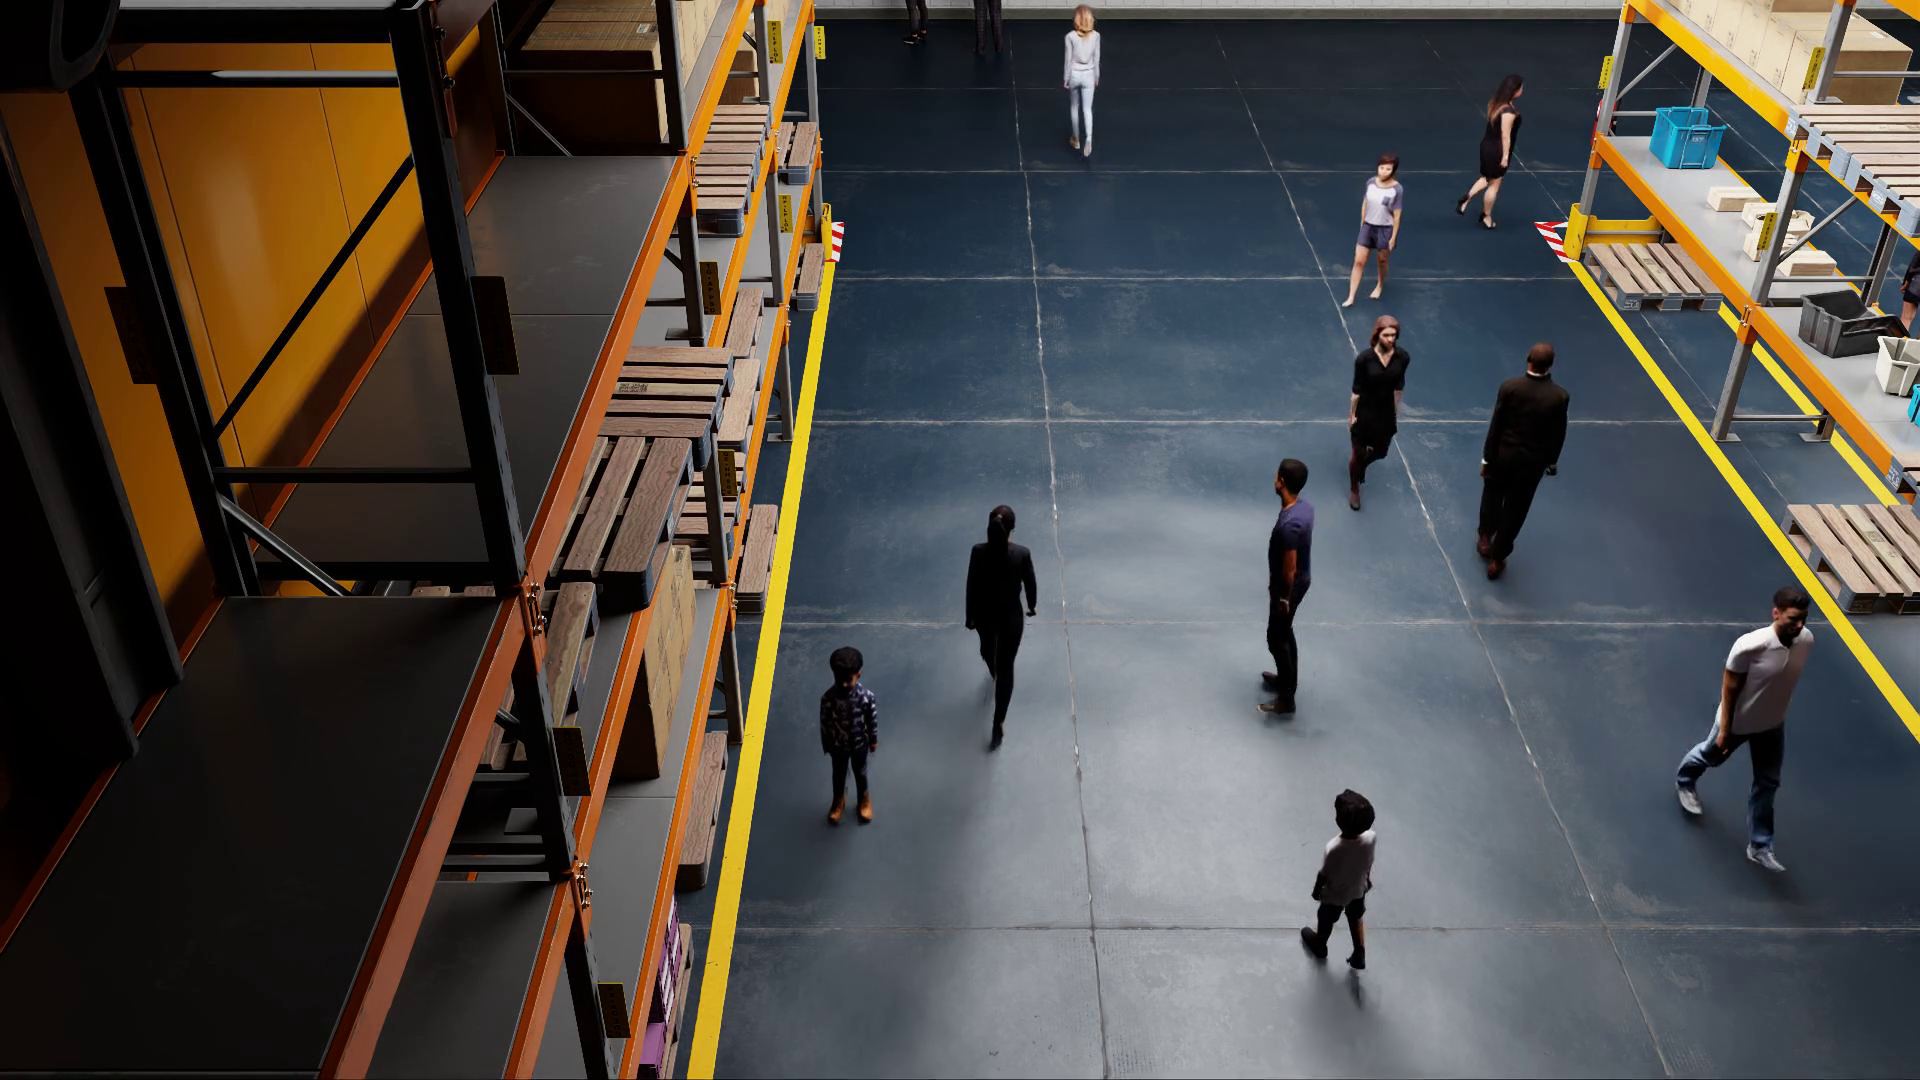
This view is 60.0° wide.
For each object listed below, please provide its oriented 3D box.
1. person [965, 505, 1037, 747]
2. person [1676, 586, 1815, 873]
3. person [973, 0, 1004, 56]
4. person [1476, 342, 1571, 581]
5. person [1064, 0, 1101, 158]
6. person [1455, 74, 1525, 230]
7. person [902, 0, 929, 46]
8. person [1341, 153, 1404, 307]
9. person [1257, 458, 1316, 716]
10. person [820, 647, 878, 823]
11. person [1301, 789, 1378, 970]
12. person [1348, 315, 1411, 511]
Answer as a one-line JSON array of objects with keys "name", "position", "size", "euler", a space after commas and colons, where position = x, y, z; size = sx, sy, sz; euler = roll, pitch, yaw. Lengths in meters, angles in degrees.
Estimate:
[{"name": "person", "position": [0.251, 0.579, 10.758], "size": [0.708, 1.665, 1.075], "euler": [4, 34, 7]}, {"name": "person", "position": [4.687, 1.017, 9.967], "size": [0.778, 1.813, 1.200], "euler": [-4, 34, -6]}, {"name": "person", "position": [0.380, -7.680, 22.999], "size": [0.699, 1.871, 0.603], "euler": [-5, 34, -8]}, {"name": "person", "position": [4.102, -0.535, 12.236], "size": [0.842, 1.886, 0.906], "euler": [15, 36, 21]}, {"name": "person", "position": [1.451, -5.390, 19.643], "size": [0.729, 1.771, 1.110], "euler": [-6, 34, -9]}, {"name": "person", "position": [5.666, -4.141, 17.822], "size": [0.759, 1.708, 0.747], "euler": [-3, 34, -5]}, {"name": "person", "position": [-0.640, -7.896, 23.461], "size": [0.749, 1.719, 0.684], "euler": [27, 42, 35]}, {"name": "person", "position": [4.151, -3.079, 16.380], "size": [0.855, 1.534, 0.974], "euler": [21, 39, 29]}, {"name": "person", "position": [2.218, 0.333, 11.060], "size": [0.933, 1.741, 0.641], "euler": [1, 34, 2]}, {"name": "person", "position": [-0.680, 1.195, 10.208], "size": [0.498, 1.250, 0.486], "euler": [-1, 34, -2]}, {"name": "person", "position": [2.145, 1.902, 9.143], "size": [0.638, 1.252, 0.763], "euler": [-11, 35, -16]}, {"name": "person", "position": [3.235, -1.043, 13.174], "size": [0.605, 1.693, 0.700], "euler": [-2, 34, -3]}]
